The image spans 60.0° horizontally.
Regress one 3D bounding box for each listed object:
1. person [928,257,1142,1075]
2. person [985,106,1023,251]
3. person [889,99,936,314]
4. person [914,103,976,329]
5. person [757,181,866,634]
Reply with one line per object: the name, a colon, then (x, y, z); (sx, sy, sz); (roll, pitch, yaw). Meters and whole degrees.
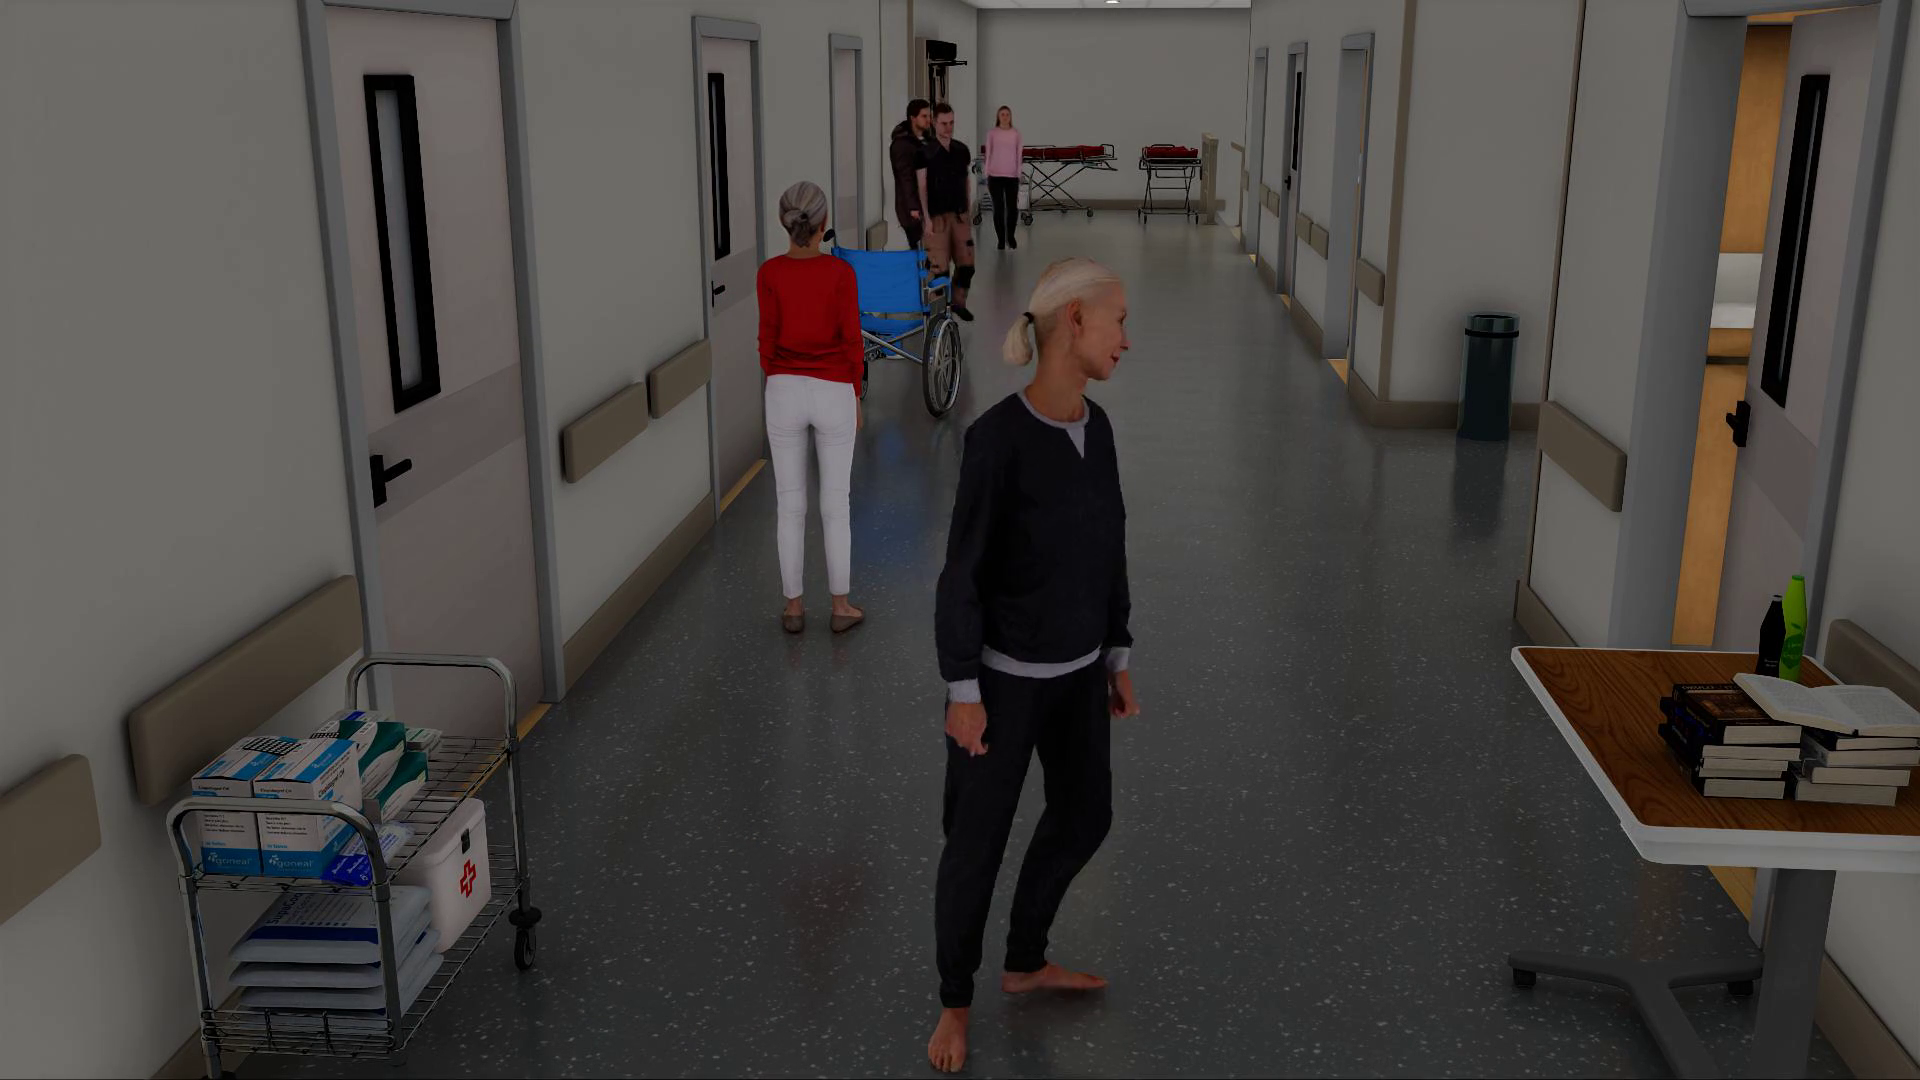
person: (0.122, 0.261, 3.557); (0.737, 1.705, 0.826); (-10, 19, -32)
person: (0.508, -4.302, 19.801); (0.607, 1.673, 0.582); (0, 16, 1)
person: (-0.415, -2.919, 14.600); (0.991, 1.833, 0.914); (9, 18, 30)
person: (-0.183, -2.635, 13.620); (0.841, 1.817, 0.860); (-9, 18, -28)
person: (-0.555, -0.485, 6.222); (0.540, 1.694, 0.534); (1, 16, 3)
